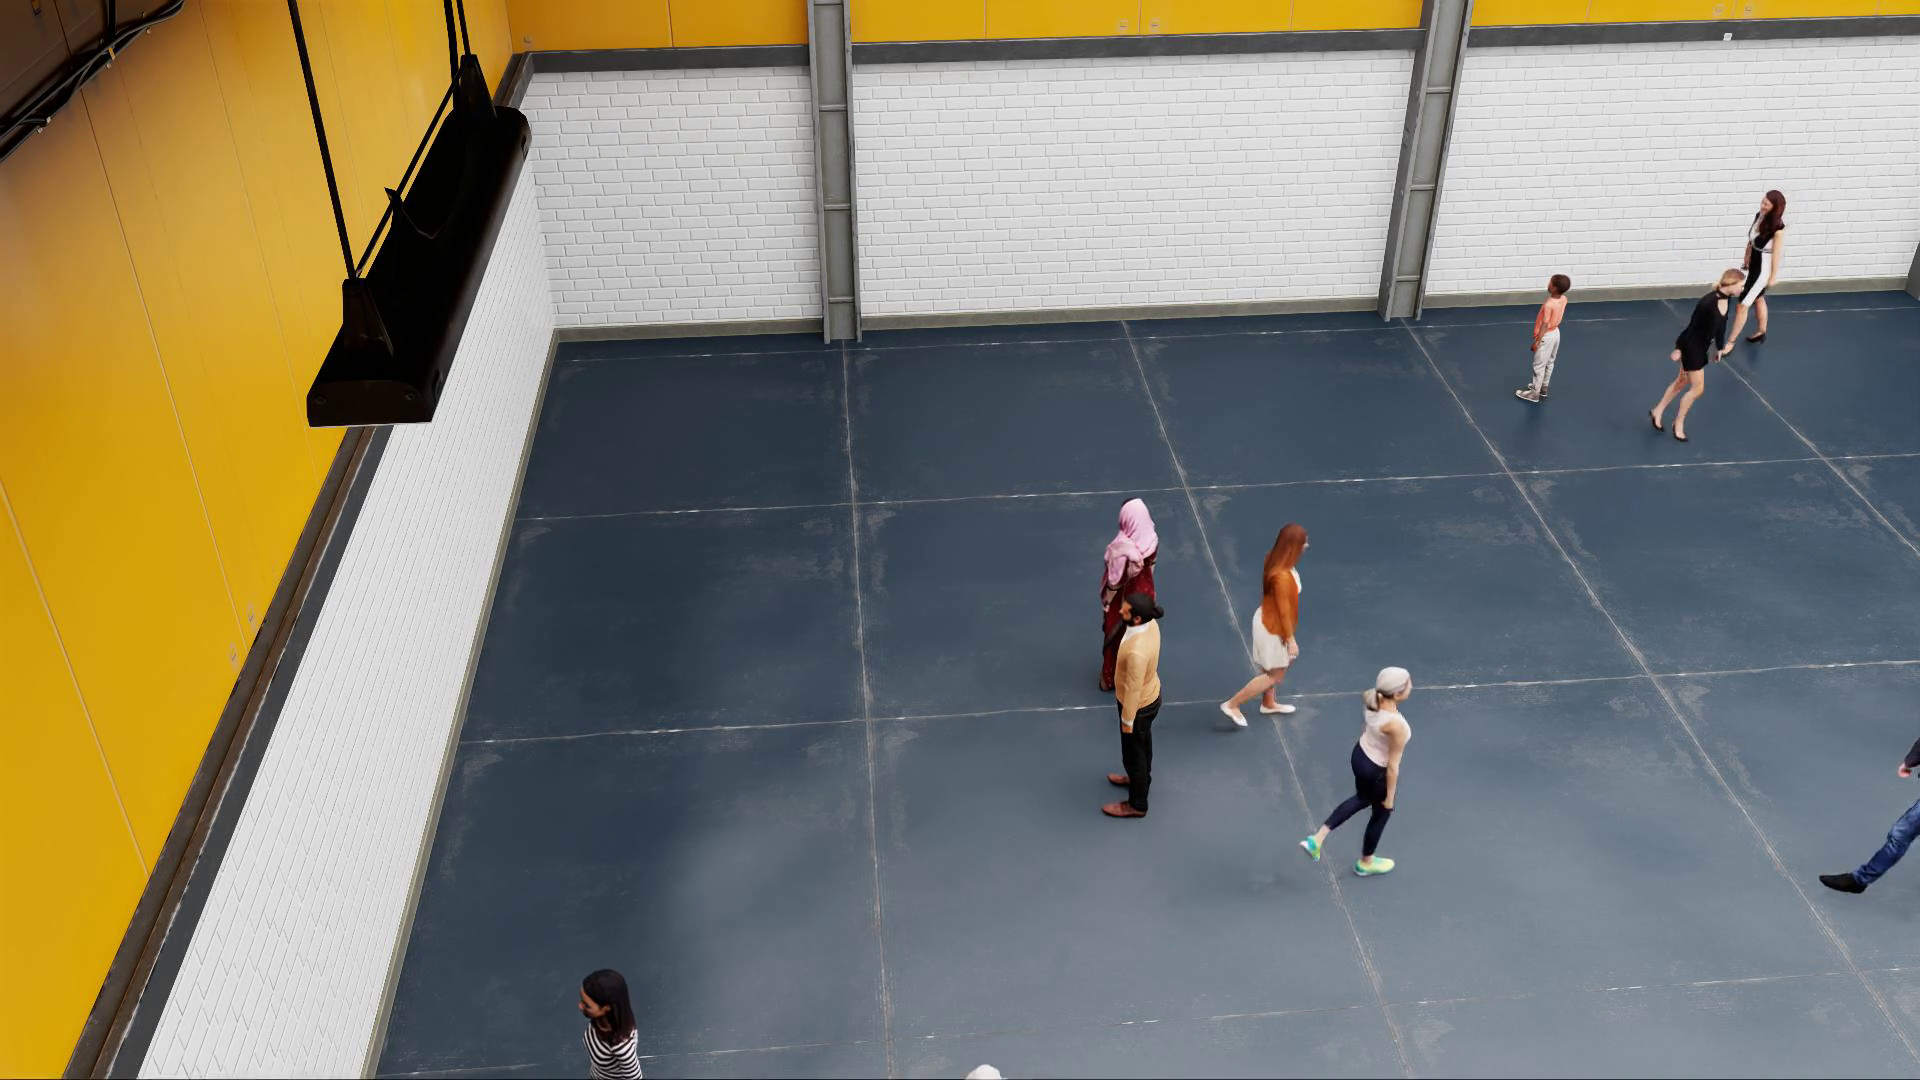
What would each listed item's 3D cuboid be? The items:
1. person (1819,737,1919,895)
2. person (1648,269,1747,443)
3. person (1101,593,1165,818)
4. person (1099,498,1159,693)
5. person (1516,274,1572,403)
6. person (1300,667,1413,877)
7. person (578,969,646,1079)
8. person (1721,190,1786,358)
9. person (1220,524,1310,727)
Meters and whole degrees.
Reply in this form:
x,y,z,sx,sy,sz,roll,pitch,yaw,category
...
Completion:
x,y,z,sx,sy,sz,roll,pitch,yaw,category
6.224,1.544,10.321,1.313,1.832,0.849,3,34,5,person
6.721,-1.734,15.345,0.810,1.731,0.850,-19,38,-26,person
1.186,1.077,11.099,0.662,1.750,0.706,6,34,9,person
1.247,0.395,12.225,0.722,1.639,0.819,-24,40,-31,person
5.684,-1.966,16.075,0.550,1.310,0.624,-26,42,-34,person
2.541,1.490,10.536,0.929,1.686,0.708,-9,35,-13,person
-1.713,2.819,8.436,0.628,1.797,0.642,-19,38,-26,person
8.083,-2.691,16.756,0.823,1.763,0.641,1,34,2,person
2.161,0.634,11.805,0.850,1.706,0.691,0,34,0,person
